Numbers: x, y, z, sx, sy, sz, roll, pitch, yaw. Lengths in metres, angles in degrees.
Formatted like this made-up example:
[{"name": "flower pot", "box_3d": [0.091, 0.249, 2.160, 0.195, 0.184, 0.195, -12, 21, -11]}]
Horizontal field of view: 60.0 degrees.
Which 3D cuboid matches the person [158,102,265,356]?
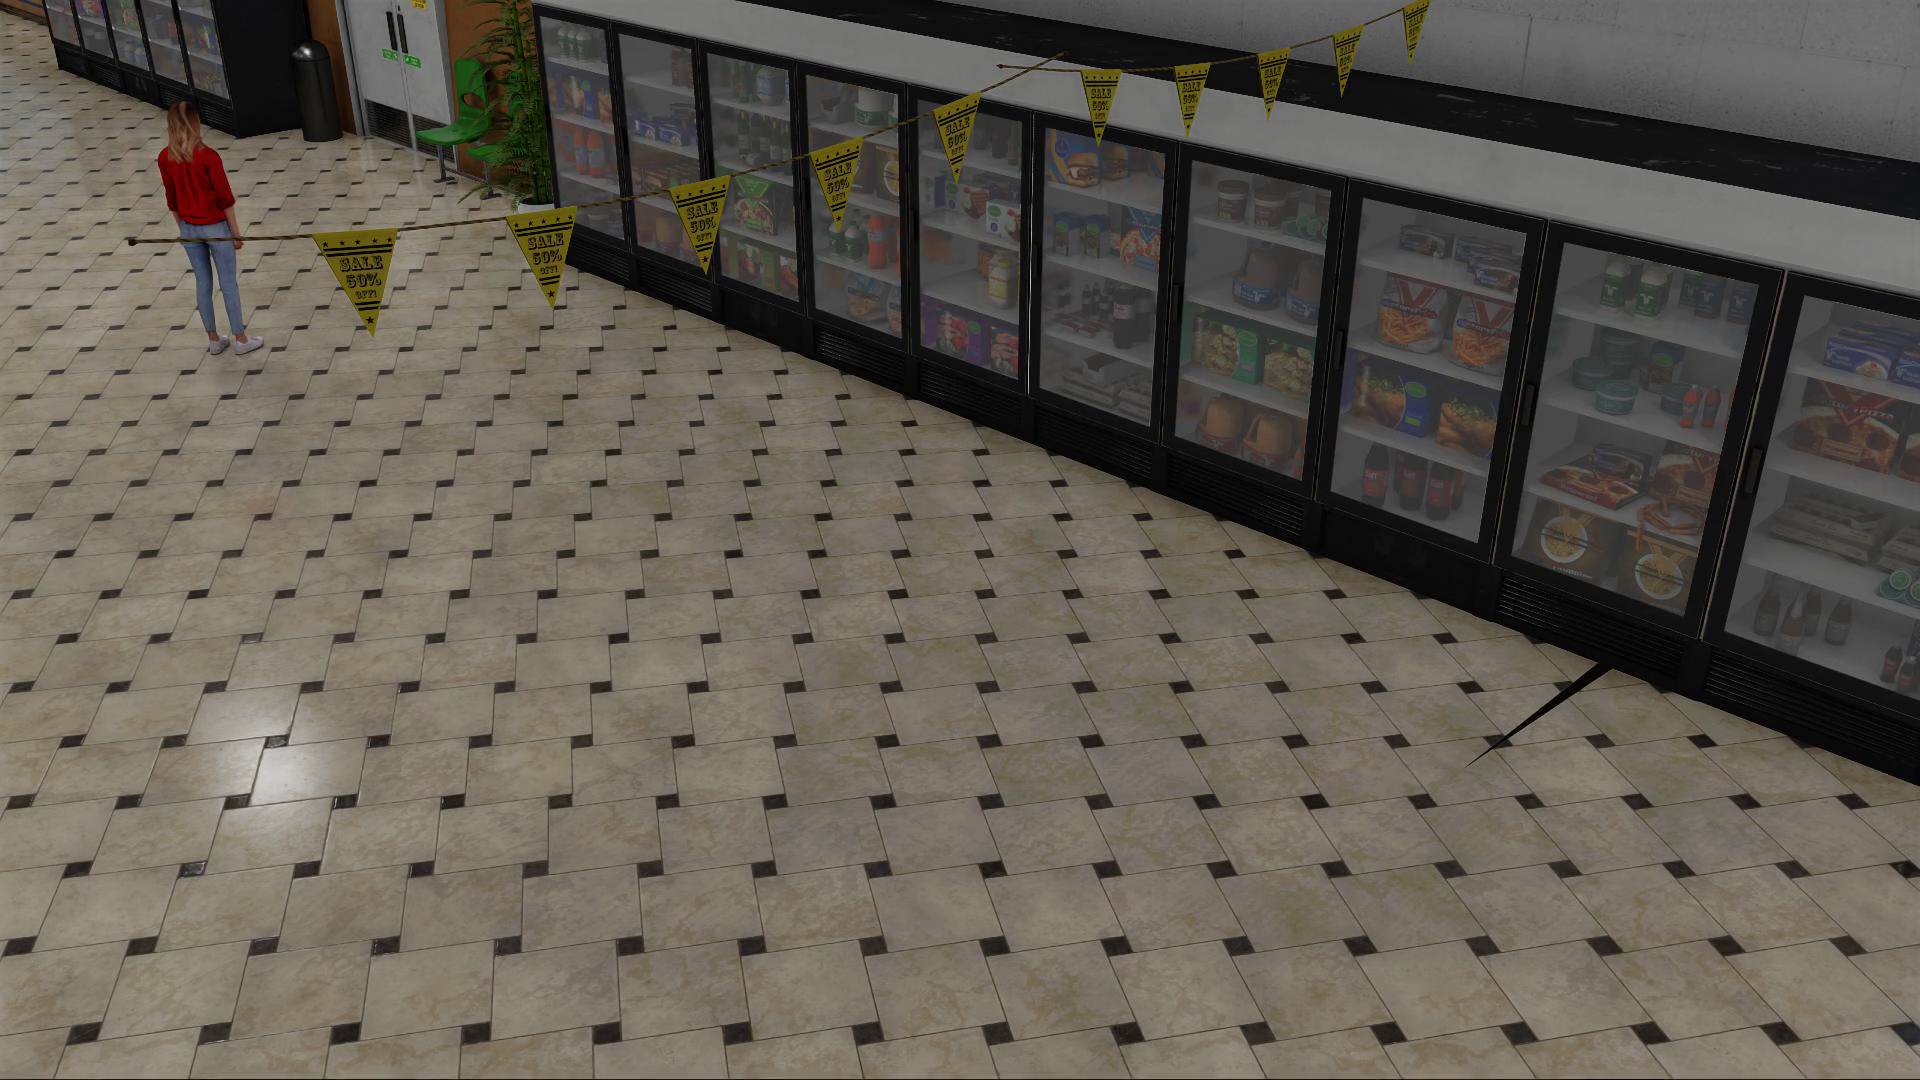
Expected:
[{"name": "person", "box_3d": [-5.052, -2.074, 11.141, 0.682, 1.705, 0.715, 3, 27, 6]}]
